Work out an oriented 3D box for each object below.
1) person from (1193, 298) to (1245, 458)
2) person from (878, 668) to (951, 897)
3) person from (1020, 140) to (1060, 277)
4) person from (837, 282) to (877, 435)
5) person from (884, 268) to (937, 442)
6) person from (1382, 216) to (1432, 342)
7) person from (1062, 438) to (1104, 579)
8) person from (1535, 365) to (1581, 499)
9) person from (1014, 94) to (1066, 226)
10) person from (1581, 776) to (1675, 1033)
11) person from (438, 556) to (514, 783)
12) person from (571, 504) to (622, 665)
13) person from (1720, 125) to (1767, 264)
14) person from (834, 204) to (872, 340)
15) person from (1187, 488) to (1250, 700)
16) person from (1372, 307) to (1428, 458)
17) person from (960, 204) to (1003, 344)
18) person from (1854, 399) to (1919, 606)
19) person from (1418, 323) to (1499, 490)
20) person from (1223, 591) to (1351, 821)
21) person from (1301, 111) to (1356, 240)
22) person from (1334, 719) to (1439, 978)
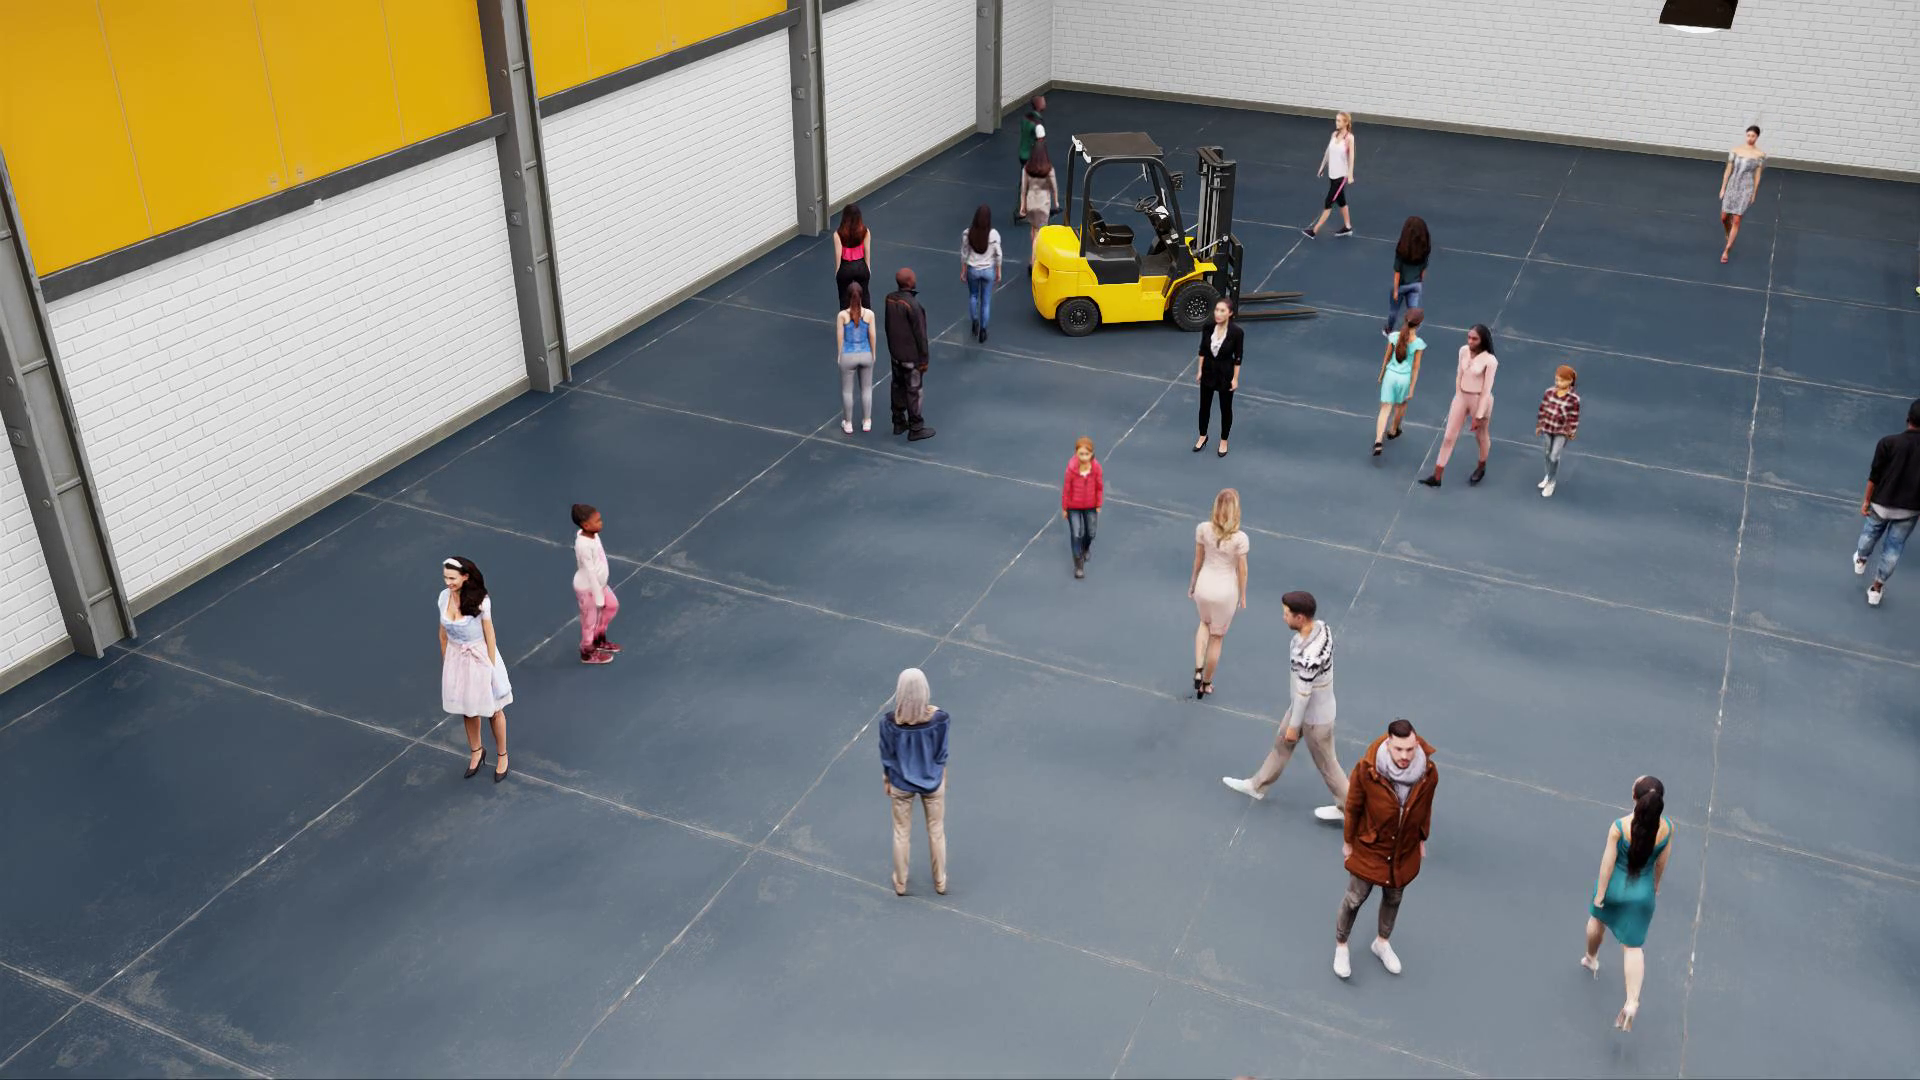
[{"bbox_3d":[2.606,-1.648,16.716,0.612,1.661,0.566,16,32,27],"label":"person"},{"bbox_3d":[-0.281,1.575,10.771,0.708,1.696,0.722,-2,29,-4],"label":"person"},{"bbox_3d":[0.982,-4.216,21.384,0.633,1.698,1.065,11,30,19],"label":"person"},{"bbox_3d":[-1.077,-1.887,17.209,0.643,1.608,0.691,-7,29,-12],"label":"person"},{"bbox_3d":[-0.553,-1.919,17.041,0.726,1.826,0.772,-25,37,-38],"label":"person"},{"bbox_3d":[5.162,-2.870,19.046,0.969,1.575,1.188,-3,29,-6],"label":"person"},{"bbox_3d":[1.065,-0.316,14.642,0.661,1.308,0.756,-1,29,-2],"label":"person"},{"bbox_3d":[5.801,-1.102,16.097,0.695,1.293,0.624,-24,37,-37],"label":"person"},{"bbox_3d":[0.933,-5.279,23.213,1.142,1.812,1.100,-8,30,-15],"label":"person"},{"bbox_3d":[3.952,2.133,9.791,0.772,1.654,1.088,3,29,6],"label":"person"},{"bbox_3d":[-3.470,0.914,11.855,0.748,1.818,0.776,7,29,13],"label":"person"},{"bbox_3d":[-3.019,0.354,13.278,0.695,1.437,0.592,1,29,2],"label":"person"},{"bbox_3d":[10.303,-4.576,21.937,0.665,1.800,0.868,16,32,27],"label":"person"},{"bbox_3d":[-1.252,-3.124,19.427,0.652,1.655,0.702,-8,30,-15],"label":"person"},{"bbox_3d":[1.915,0.463,12.679,0.626,1.820,0.642,16,33,27],"label":"person"},{"bbox_3d":[4.387,-1.564,16.709,0.688,1.519,1.098,16,32,26],"label":"person"},{"bbox_3d":[0.239,-3.072,19.374,0.722,1.614,0.722,3,29,5],"label":"person"},{"bbox_3d":[7.942,-0.283,14.088,0.755,1.781,1.047,16,33,27],"label":"person"},{"bbox_3d":[5.003,-1.292,16.051,1.209,1.673,0.997,-22,36,-35],"label":"person"},{"bbox_3d":[2.500,1.189,11.373,0.997,1.796,1.215,7,29,13],"label":"person"},{"bbox_3d":[5.239,-4.958,22.700,1.191,1.742,1.080,-12,31,-21],"label":"person"},{"bbox_3d":[2.575,1.859,10.103,0.844,1.837,0.876,-3,29,-6],"label":"person"}]
